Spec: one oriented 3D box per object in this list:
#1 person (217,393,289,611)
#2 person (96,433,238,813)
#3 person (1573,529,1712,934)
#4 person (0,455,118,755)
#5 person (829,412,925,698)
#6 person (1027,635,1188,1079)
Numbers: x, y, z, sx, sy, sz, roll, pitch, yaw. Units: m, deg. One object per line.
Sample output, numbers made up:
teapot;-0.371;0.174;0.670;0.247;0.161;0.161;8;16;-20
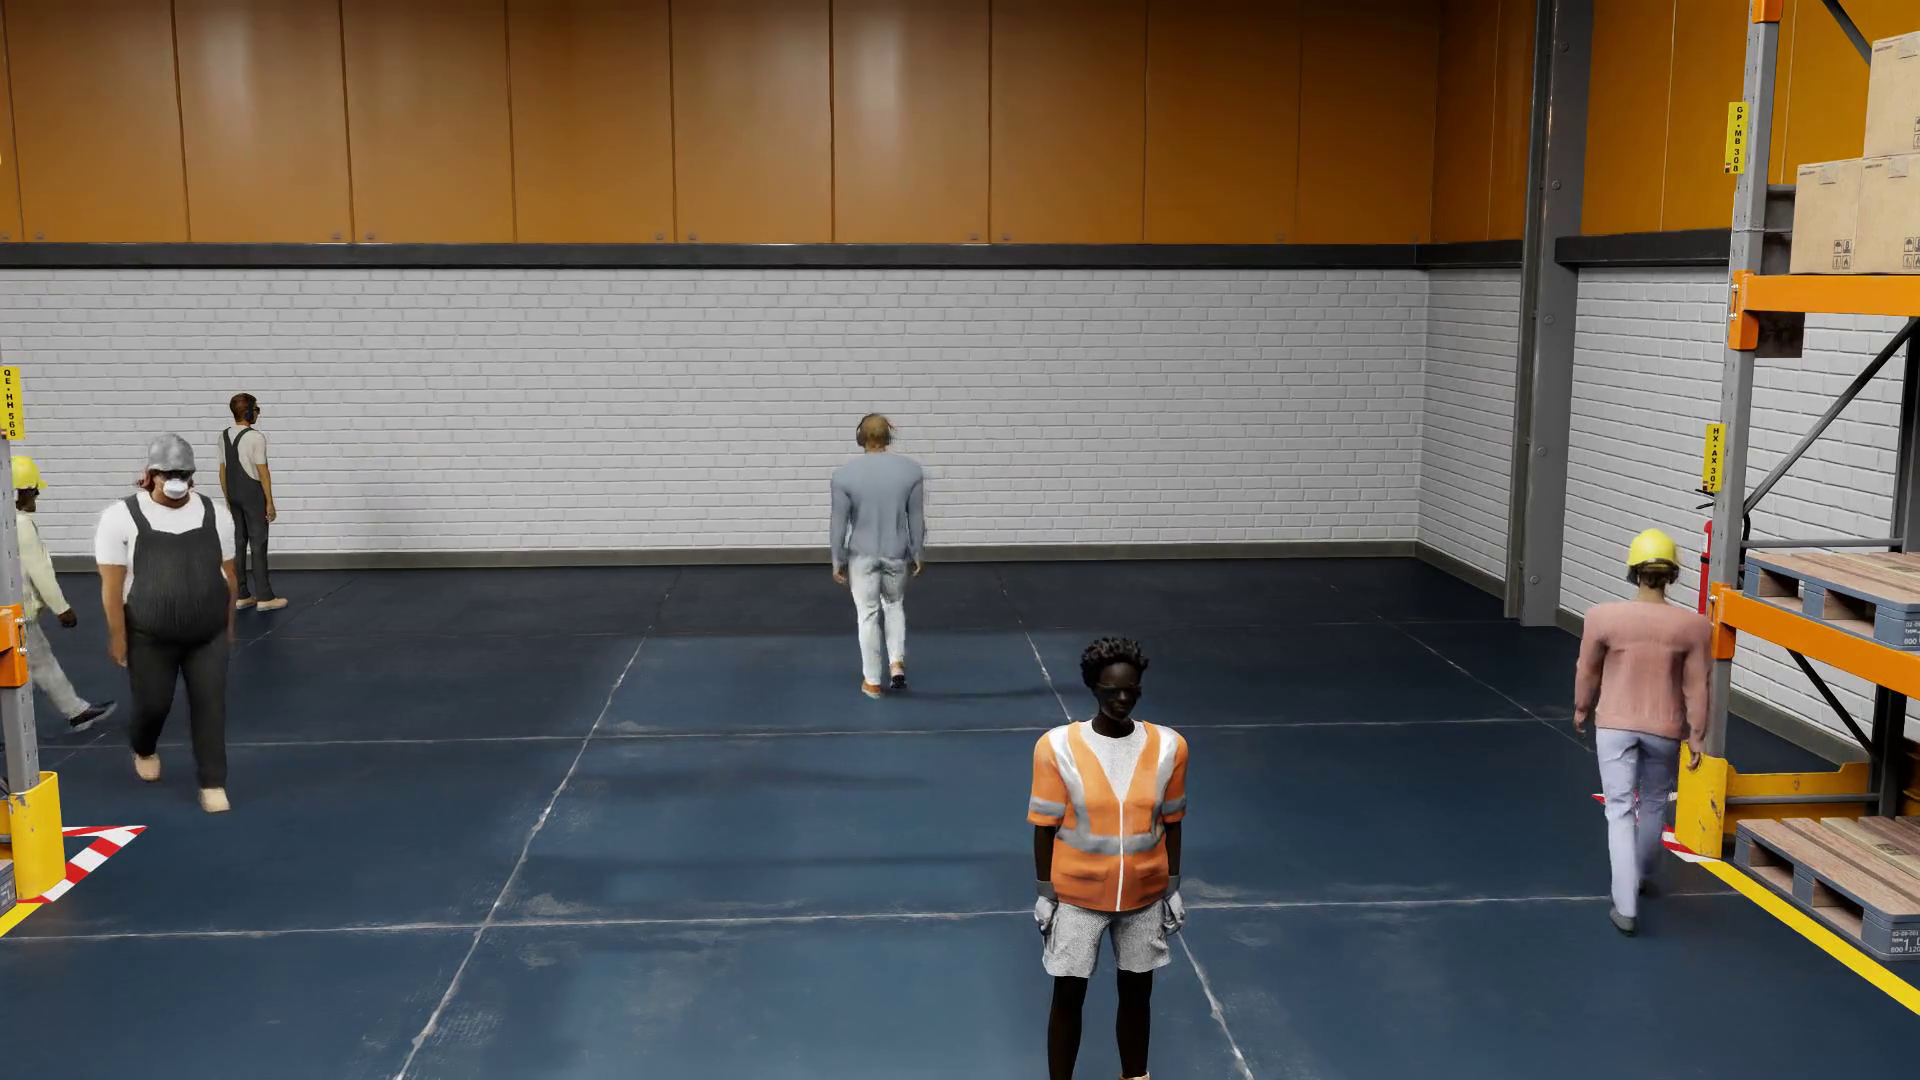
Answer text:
person;-6.016;-0.320;14.076;0.505;1.847;0.348;4;10;23
person;-4.194;0.412;8.874;0.694;2.000;0.745;-7;11;-37
person;2.997;0.806;7.383;0.533;1.731;0.830;2;9;13
person;-5.552;0.379;9.914;0.600;1.766;0.972;9;13;44
person;-0.563;0.105;11.146;0.651;1.928;0.427;-3;9;-17
person;0.480;1.139;5.378;0.533;1.699;0.318;-2;9;-10
